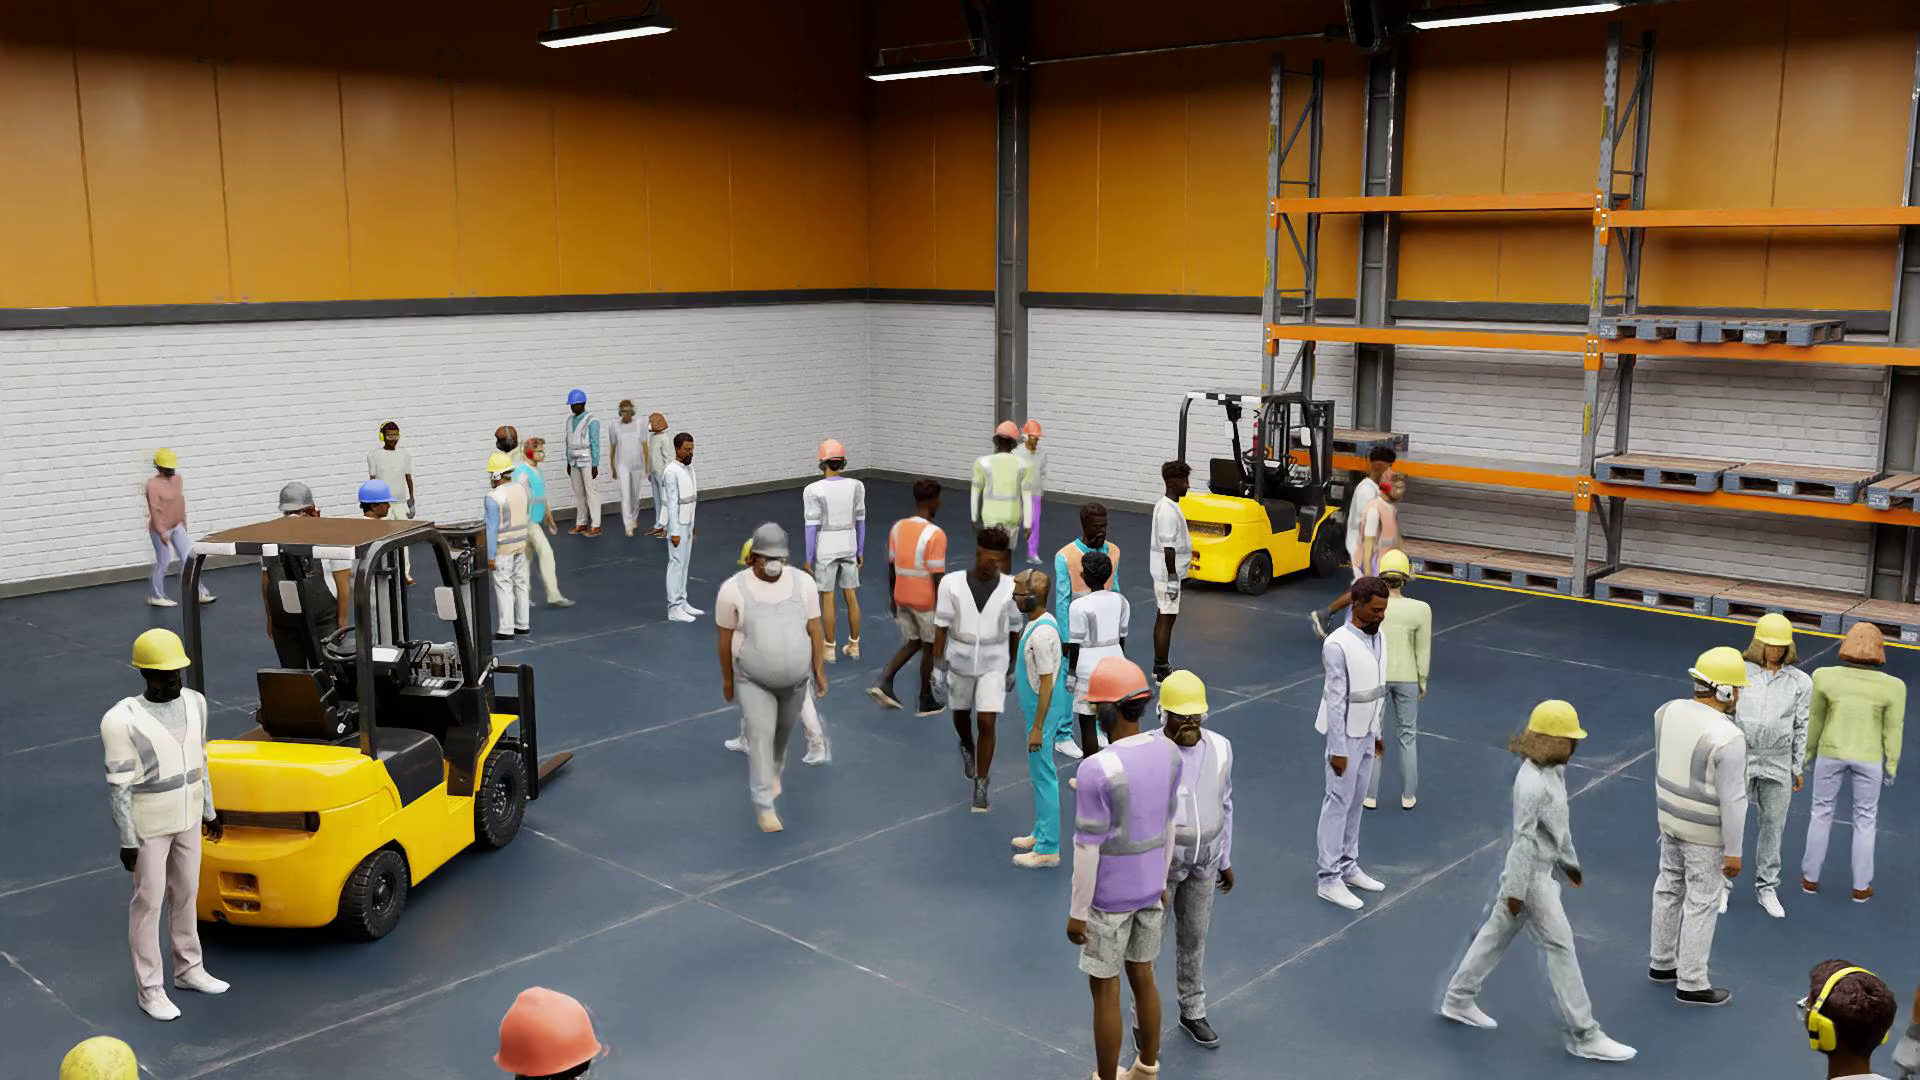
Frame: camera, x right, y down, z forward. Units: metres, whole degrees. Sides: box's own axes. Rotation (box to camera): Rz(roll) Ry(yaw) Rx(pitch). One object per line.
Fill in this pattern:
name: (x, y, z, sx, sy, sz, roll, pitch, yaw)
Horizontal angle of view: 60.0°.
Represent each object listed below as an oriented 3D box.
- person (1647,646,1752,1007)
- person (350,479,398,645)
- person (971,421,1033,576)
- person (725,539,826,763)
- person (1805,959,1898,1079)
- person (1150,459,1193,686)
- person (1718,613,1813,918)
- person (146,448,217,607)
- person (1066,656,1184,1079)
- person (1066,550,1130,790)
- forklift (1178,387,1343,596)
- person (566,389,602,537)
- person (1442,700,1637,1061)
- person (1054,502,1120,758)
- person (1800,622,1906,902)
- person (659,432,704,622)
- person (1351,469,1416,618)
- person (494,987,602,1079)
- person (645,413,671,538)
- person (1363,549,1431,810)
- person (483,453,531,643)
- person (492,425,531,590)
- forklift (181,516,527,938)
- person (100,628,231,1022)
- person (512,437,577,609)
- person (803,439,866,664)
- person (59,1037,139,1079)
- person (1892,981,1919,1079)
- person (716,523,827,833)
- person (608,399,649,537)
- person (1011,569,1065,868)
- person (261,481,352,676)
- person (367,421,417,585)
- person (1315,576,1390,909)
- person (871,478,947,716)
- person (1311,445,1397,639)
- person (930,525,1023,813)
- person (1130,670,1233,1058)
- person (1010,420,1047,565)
person: (3.690, 1.420, 8.296, 0.403, 1.821, 0.602, -2, 10, -13)
person: (-4.647, 0.481, 13.266, 0.396, 1.946, 0.617, -7, 12, -35)
person: (0.431, -0.245, 17.303, 0.619, 1.984, 1.053, -1, 10, -7)
person: (-1.361, 0.809, 12.174, 0.933, 1.682, 0.501, 8, 13, 37)
person: (2.378, 2.056, 4.561, 0.512, 1.862, 0.322, -2, 10, -10)
person: (1.822, 0.280, 14.363, 0.368, 1.967, 0.602, 1, 10, 3)
person: (4.518, 1.265, 9.390, 0.486, 1.745, 0.295, 2, 10, 12)
person: (-8.182, -0.117, 17.322, 0.780, 1.707, 0.601, 2, 10, 13)
person: (0.689, 1.505, 7.228, 0.610, 2.030, 0.409, -9, 14, -43)
person: (0.961, 0.912, 11.555, 0.530, 1.688, 0.324, -8, 13, -39)
forklift: (3.298, -0.608, 18.767, 1.214, 2.155, 2.313, 9, 13, 42)
person: (-4.956, -1.011, 21.795, 0.610, 1.938, 0.412, 8, 13, 37)
person: (2.726, 1.562, 7.819, 0.901, 1.690, 0.503, 5, 11, 25)
person: (0.939, 0.656, 12.402, 0.587, 1.910, 0.397, -8, 13, -37)
person: (5.166, 1.280, 9.647, 0.499, 1.624, 0.285, 5, 11, 29)
person: (-2.844, -0.143, 16.916, 0.395, 1.917, 0.590, 1, 10, 7)
person: (3.857, 0.266, 14.907, 0.860, 1.798, 0.607, 5, 11, 25)
person: (-1.008, 2.086, 4.322, 0.775, 1.894, 0.572, 9, 13, 42)
person: (-3.937, -0.846, 21.718, 0.279, 1.634, 0.499, -7, 12, -36)
person: (2.879, 0.941, 11.170, 0.526, 1.768, 0.331, 1, 10, 5)
person: (-4.360, 0.074, 15.960, 0.404, 1.824, 0.587, 4, 11, 23)
person: (-4.937, -0.354, 18.369, 0.429, 1.833, 0.631, -5, 11, -27)
forklift: (-3.583, 0.976, 9.748, 1.214, 2.155, 2.313, 2, 10, 11)
person: (-3.908, 1.378, 8.219, 0.374, 1.928, 0.584, 4, 11, 22)
person: (-4.356, -0.168, 17.348, 0.835, 1.810, 0.593, -1, 10, -5)
person: (-1.155, 0.102, 15.153, 0.609, 2.044, 0.395, -6, 12, -30)
person: (-2.208, 2.143, 4.388, 0.487, 1.744, 0.314, -7, 12, -36)
person: (3.669, 1.800, 6.041, 0.588, 1.851, 0.578, -6, 12, -30)
person: (-1.262, 0.817, 11.093, 0.681, 2.000, 0.980, -4, 11, -23)
person: (-4.395, -0.983, 22.071, 0.510, 1.803, 0.970, -3, 10, -17)
person: (0.476, 1.080, 10.156, 0.329, 1.842, 0.509, 0, 10, 3)
person: (-4.975, 0.552, 12.602, 0.681, 2.000, 0.534, 0, 10, 3)
person: (-6.325, -0.397, 18.534, 0.509, 1.860, 0.333, -7, 12, -35)
person: (2.271, 1.140, 9.625, 0.393, 1.911, 0.587, 8, 13, 37)
person: (-0.373, 0.471, 13.340, 0.585, 1.942, 0.646, -9, 13, -41)
person: (3.736, 0.073, 15.647, 0.663, 1.929, 0.675, 4, 11, 20)
person: (0.128, 0.819, 11.418, 0.632, 1.932, 0.885, 1, 10, 5)
person: (1.022, 1.501, 7.792, 0.586, 1.833, 0.403, -3, 11, -19)
person: (0.767, -0.589, 19.953, 0.572, 1.734, 0.597, -6, 11, -30)
